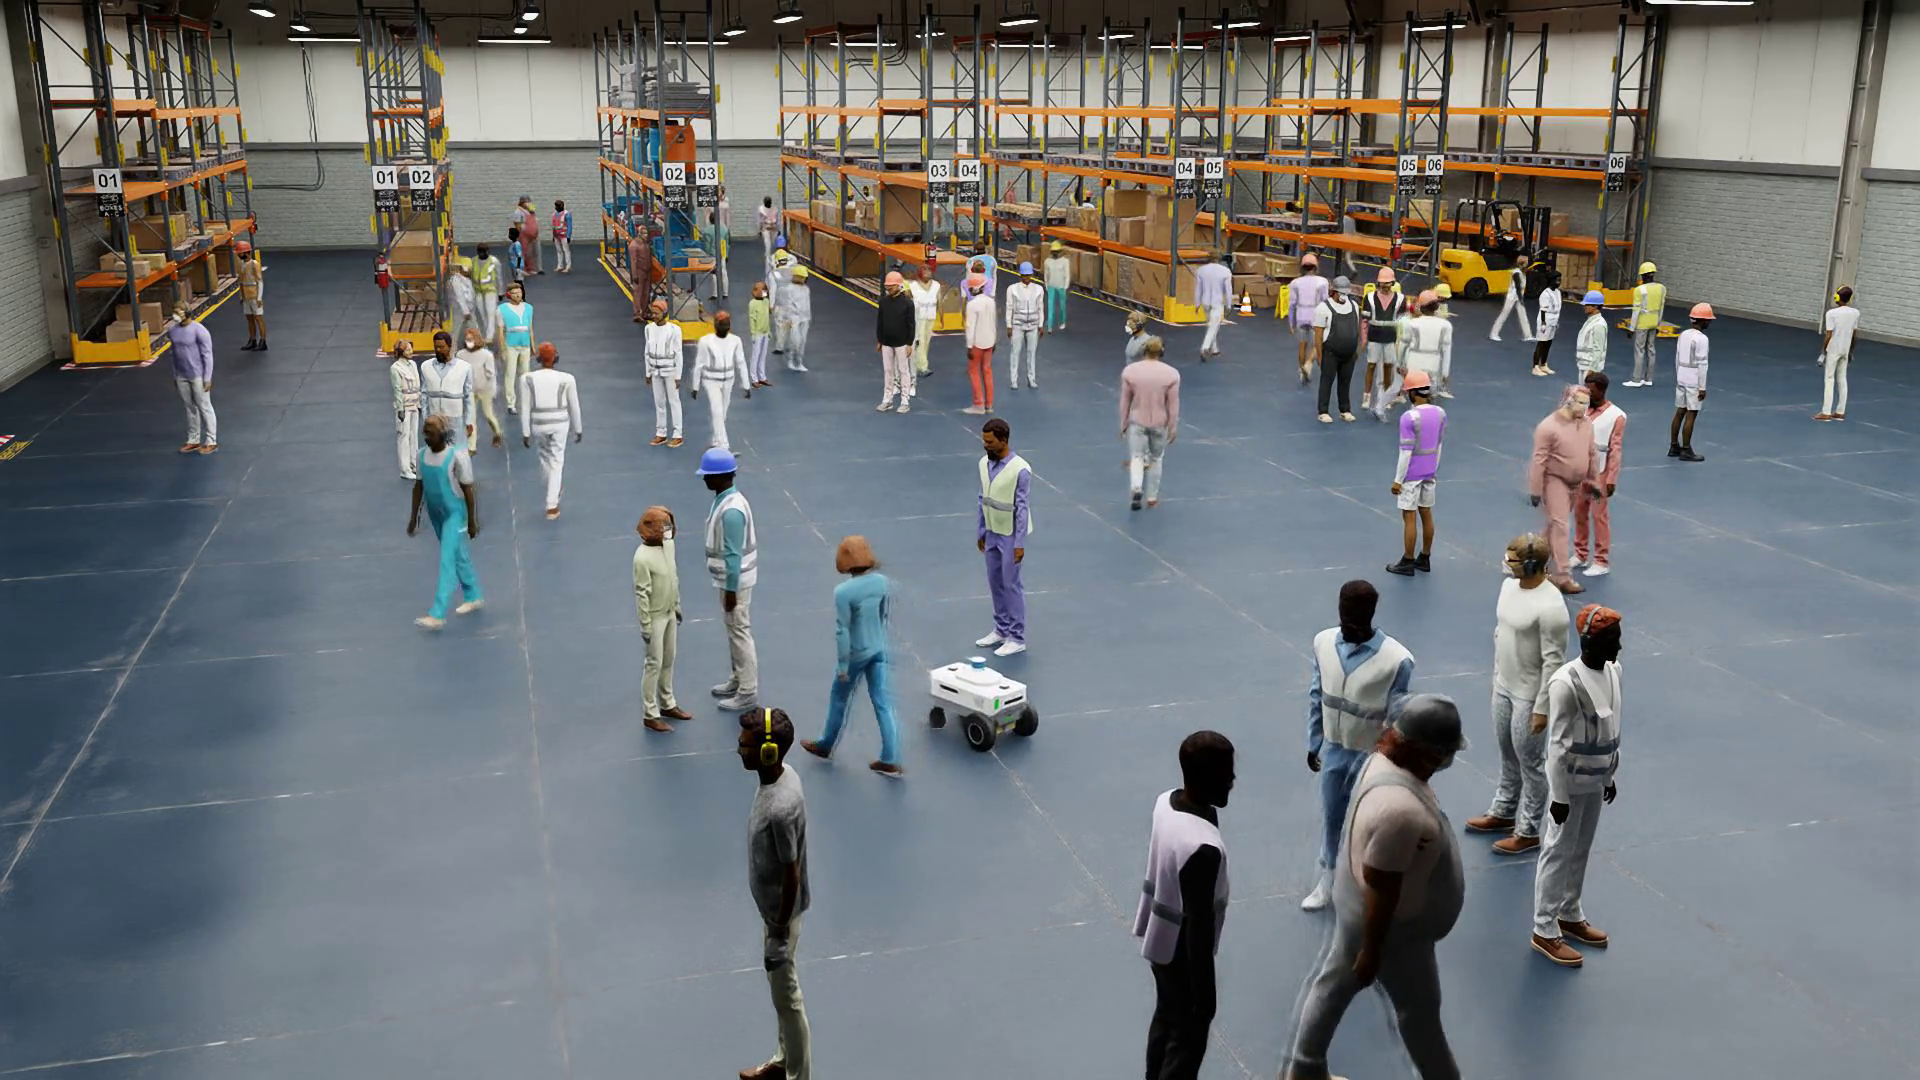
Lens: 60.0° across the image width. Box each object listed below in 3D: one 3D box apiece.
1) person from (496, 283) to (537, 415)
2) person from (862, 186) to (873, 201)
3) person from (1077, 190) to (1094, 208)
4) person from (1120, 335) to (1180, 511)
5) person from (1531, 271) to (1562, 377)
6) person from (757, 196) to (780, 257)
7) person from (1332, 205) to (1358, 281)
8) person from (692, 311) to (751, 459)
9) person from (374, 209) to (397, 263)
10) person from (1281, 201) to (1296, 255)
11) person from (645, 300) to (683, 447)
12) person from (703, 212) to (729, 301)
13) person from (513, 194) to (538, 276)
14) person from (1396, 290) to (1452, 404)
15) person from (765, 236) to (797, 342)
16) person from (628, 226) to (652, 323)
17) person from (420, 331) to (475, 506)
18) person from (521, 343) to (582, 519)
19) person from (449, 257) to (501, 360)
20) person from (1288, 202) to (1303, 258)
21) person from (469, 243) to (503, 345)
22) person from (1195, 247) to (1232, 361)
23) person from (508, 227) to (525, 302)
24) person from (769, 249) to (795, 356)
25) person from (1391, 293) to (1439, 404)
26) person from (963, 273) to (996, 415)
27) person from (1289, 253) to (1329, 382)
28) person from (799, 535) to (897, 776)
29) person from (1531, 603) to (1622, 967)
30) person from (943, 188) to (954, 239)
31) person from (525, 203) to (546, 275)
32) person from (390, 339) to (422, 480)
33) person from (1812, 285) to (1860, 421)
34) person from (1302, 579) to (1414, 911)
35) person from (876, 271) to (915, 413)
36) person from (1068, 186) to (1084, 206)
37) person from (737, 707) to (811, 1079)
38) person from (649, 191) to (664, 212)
[{"bbox_3d":[-6.264,-2.715,23.524,0.390,1.846,0.564,13,20,41],"label":"person"},{"bbox_3d":[-2.713,-9.538,49.191,0.503,1.858,0.339,13,19,39],"label":"person"},{"bbox_3d":[3.417,-8.494,45.103,0.552,1.932,0.377,12,19,37],"label":"person"},{"bbox_3d":[2.025,-1.229,17.799,0.639,1.918,0.675,3,15,12],"label":"person"},{"bbox_3d":[9.437,-3.471,26.676,0.322,1.691,0.534,14,20,42],"label":"person"},{"bbox_3d":[-5.129,-8.337,44.731,0.637,1.824,0.430,-9,17,-30],"label":"person"},{"bbox_3d":[9.274,-7.137,40.025,0.648,1.918,0.703,-6,16,-20],"label":"person"},{"bbox_3d":[-2.905,-1.884,20.426,0.625,1.829,0.977,-11,18,-35],"label":"person"},{"bbox_3d":[-15.291,-8.263,44.167,0.685,1.968,0.477,7,17,26],"label":"person"},{"bbox_3d":[8.764,-8.218,44.557,0.545,1.681,0.525,-7,17,-25],"label":"person"},{"bbox_3d":[-3.780,-2.126,21.247,0.574,1.880,0.356,8,17,27],"label":"person"},{"bbox_3d":[-5.369,-6.249,36.649,0.629,1.940,0.376,-13,19,-40],"label":"person"},{"bbox_3d":[-10.845,-7.650,41.723,0.536,2.000,0.688,4,15,15],"label":"person"},{"bbox_3d":[5.961,-2.230,21.464,0.608,1.966,1.104,-1,15,-3],"label":"person"},{"bbox_3d":[-3.258,-4.595,30.443,0.607,1.933,0.444,-1,15,-5],"label":"person"},{"bbox_3d":[-6.322,-5.292,33.132,0.400,1.900,0.644,5,16,17],"label":"person"},{"bbox_3d":[-5.578,-1.326,18.159,0.593,1.920,0.391,1,15,3],"label":"person"},{"bbox_3d":[-4.362,-1.200,17.860,0.595,1.821,0.990,-1,15,-3],"label":"person"},{"bbox_3d":[-8.244,-3.830,27.860,0.956,1.760,0.609,3,15,10],"label":"person"},{"bbox_3d":[8.745,-7.862,43.069,0.349,1.760,0.528,-9,18,-32],"label":"person"},{"bbox_3d":[-8.677,-4.496,30.306,0.642,1.808,0.757,3,15,10],"label":"person"},{"bbox_3d":[4.276,-4.004,28.266,0.643,1.917,0.906,10,18,33],"label":"person"},{"bbox_3d":[-9.450,-5.798,35.413,0.316,1.696,0.541,-7,17,-25],"label":"person"},{"bbox_3d":[-3.077,-4.113,28.811,0.600,1.831,0.404,-13,20,-40],"label":"person"},{"bbox_3d":[6.670,-2.785,24.159,0.831,1.636,0.540,-3,15,-12],"label":"person"},{"bbox_3d":[0.266,-2.773,23.494,0.413,1.978,0.684,11,19,36],"label":"person"},{"bbox_3d":[5.436,-3.445,25.918,0.663,2.027,0.696,8,17,27],"label":"person"},{"bbox_3d":[-0.717,0.741,10.982,0.815,1.590,0.533,12,19,39],"label":"person"},{"bbox_3d":[3.203,1.244,8.562,0.576,1.882,0.355,-14,20,-42],"label":"person"},{"bbox_3d":[-0.305,-10.341,52.655,0.503,1.628,0.275,5,16,19],"label":"person"},{"bbox_3d":[-10.805,-7.571,41.871,0.699,1.812,0.606,12,19,38],"label":"person"},{"bbox_3d":[-6.474,-1.540,19.498,0.309,1.641,0.515,2,15,7],"label":"person"},{"bbox_3d":[12.091,-2.573,22.949,0.514,1.871,0.327,-3,15,-10],"label":"person"},{"bbox_3d":[2.131,1.124,8.960,0.397,1.913,0.585,-14,21,-43],"label":"person"},{"bbox_3d":[-0.921,-2.807,23.588,0.611,1.995,0.375,8,17,28],"label":"person"},{"bbox_3d":[3.636,-9.982,51.050,0.630,1.773,1.012,4,15,13],"label":"person"},{"bbox_3d":[-0.812,1.608,7.215,0.325,1.871,0.524,-3,15,-11],"label":"person"},{"bbox_3d":[-8.342,-8.763,46.156,0.593,1.917,0.397,12,19,37],"label":"person"}]
